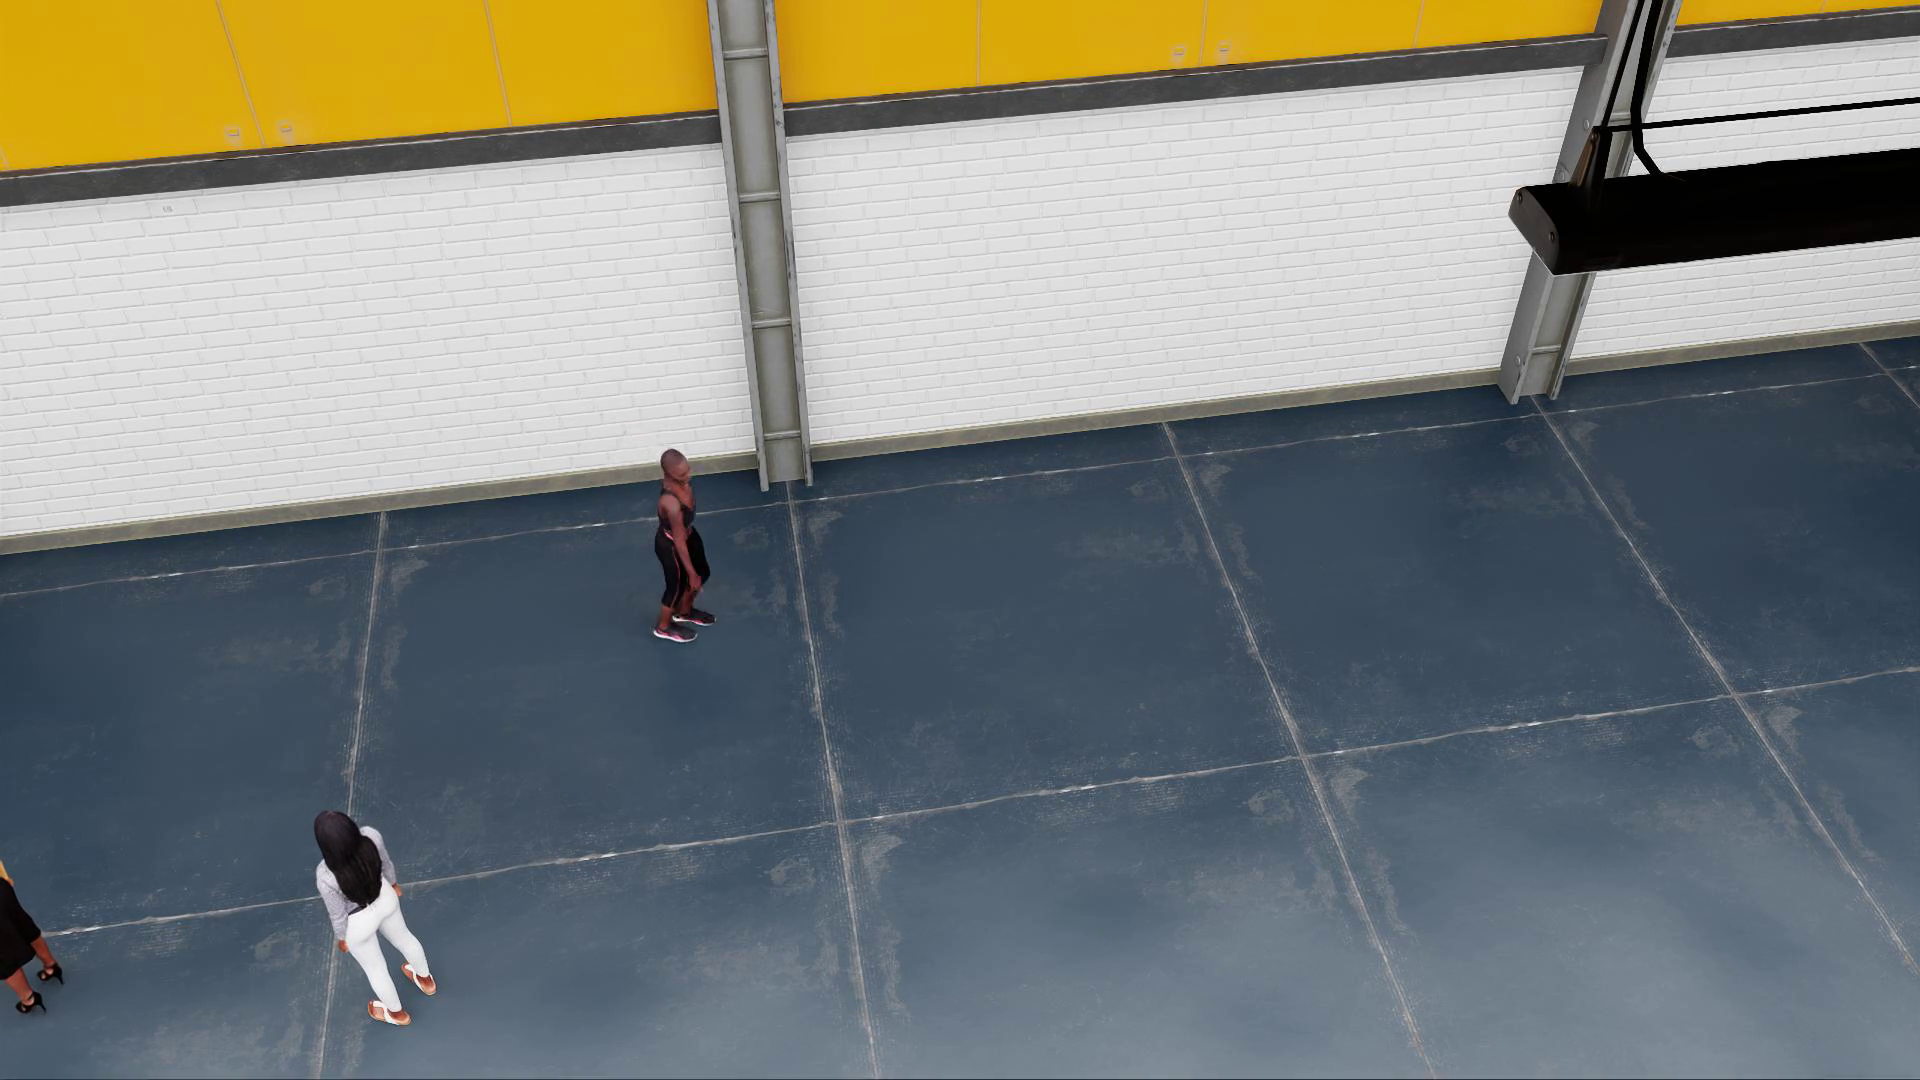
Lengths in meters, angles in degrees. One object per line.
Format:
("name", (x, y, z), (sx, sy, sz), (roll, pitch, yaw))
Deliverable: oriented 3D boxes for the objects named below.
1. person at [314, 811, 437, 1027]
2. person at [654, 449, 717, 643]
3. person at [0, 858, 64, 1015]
("person", (-3.138, 1.984, 8.826), (0.713, 1.725, 0.676), (21, 47, 20))
("person", (-1.911, 0.047, 10.858), (0.738, 1.727, 0.676), (-5, 44, -5))
("person", (-5.210, 1.962, 8.903), (0.619, 1.651, 0.635), (6, 44, 6))
